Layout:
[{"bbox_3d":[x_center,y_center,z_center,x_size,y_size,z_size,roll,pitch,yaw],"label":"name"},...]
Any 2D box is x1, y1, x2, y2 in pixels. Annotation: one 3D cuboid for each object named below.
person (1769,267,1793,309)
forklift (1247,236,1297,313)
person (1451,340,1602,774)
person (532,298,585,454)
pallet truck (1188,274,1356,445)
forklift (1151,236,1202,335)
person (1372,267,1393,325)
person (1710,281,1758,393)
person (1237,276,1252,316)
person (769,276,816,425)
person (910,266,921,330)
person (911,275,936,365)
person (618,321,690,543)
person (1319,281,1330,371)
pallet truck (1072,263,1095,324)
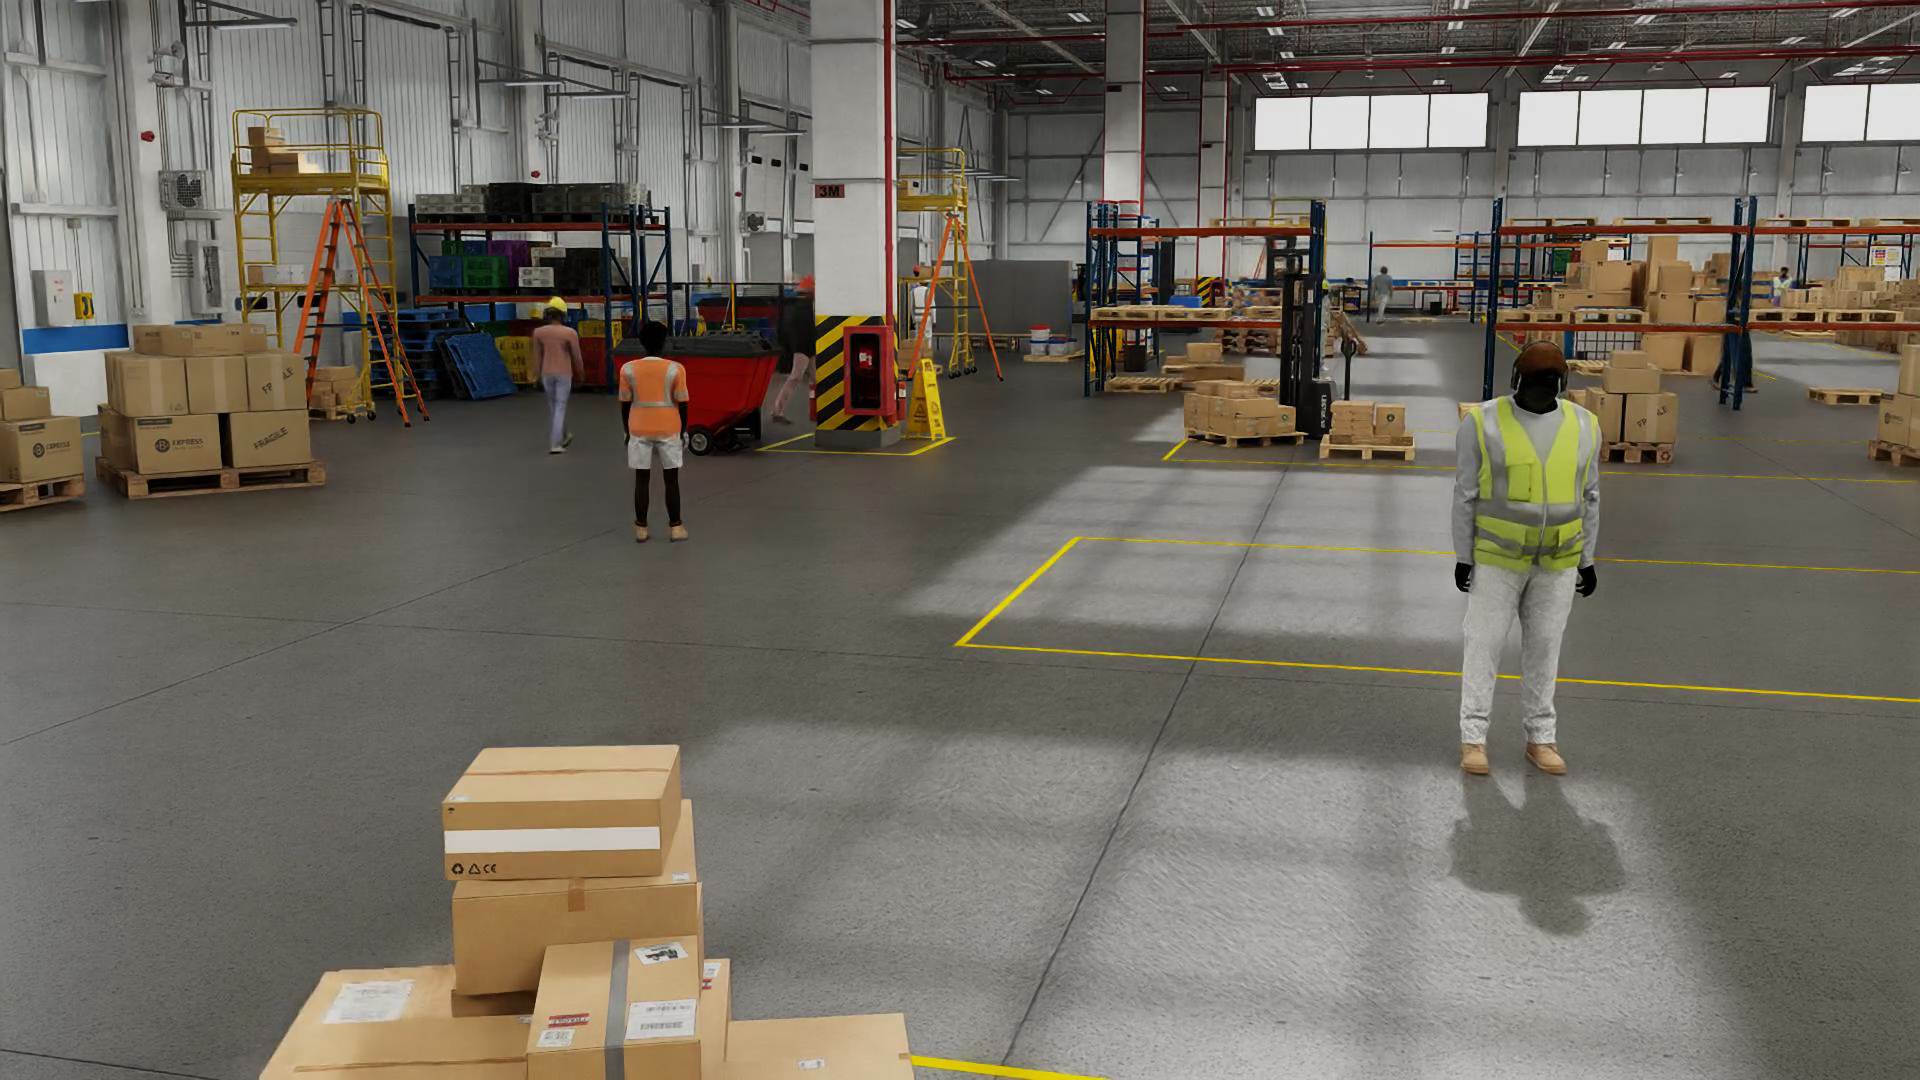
[{"bbox_3d":[25.414,-7.510,51.541,0.618,1.882,0.796,5,11,28],"label":"person"},{"bbox_3d":[9.519,-7.661,49.510,1.129,2.768,1.873,-5,11,-28],"label":"forklift"},{"bbox_3d":[2.386,0.079,7.012,0.621,1.838,0.429,0,10,1],"label":"person"},{"bbox_3d":[-4.484,-1.847,18.691,0.548,1.720,0.903,2,10,12],"label":"person"},{"bbox_3d":[3.653,-2.138,19.590,1.885,1.965,0.823,-4,10,-20],"label":"pallet truck"},{"bbox_3d":[5.866,-7.214,46.878,1.873,2.768,1.129,2,10,14],"label":"forklift"},{"bbox_3d":[13.753,-7.941,54.116,0.616,1.887,0.999,7,12,36],"label":"person"},{"bbox_3d":[12.608,-3.302,26.981,0.525,1.815,0.819,-3,10,-17],"label":"person"},{"bbox_3d":[8.790,-7.349,51.448,0.544,1.592,0.884,-3,10,-20],"label":"person"},{"bbox_3d":[-2.019,-2.449,21.609,1.044,1.947,0.607,0,10,-1],"label":"person"},{"bbox_3d":[-1.309,-7.320,50.316,0.387,1.929,0.549,3,10,19],"label":"person"},{"bbox_3d":[-0.709,-4.342,32.897,0.575,1.884,0.355,7,12,34],"label":"person"},{"bbox_3d":[-2.325,-0.819,12.704,0.540,1.695,0.318,0,10,2],"label":"person"},{"bbox_3d":[6.910,-4.095,31.892,0.483,1.737,0.320,-5,11,-26],"label":"person"},{"bbox_3d":[4.325,-8.180,55.162,0.823,1.965,1.885,6,11,31],"label":"pallet truck"}]
